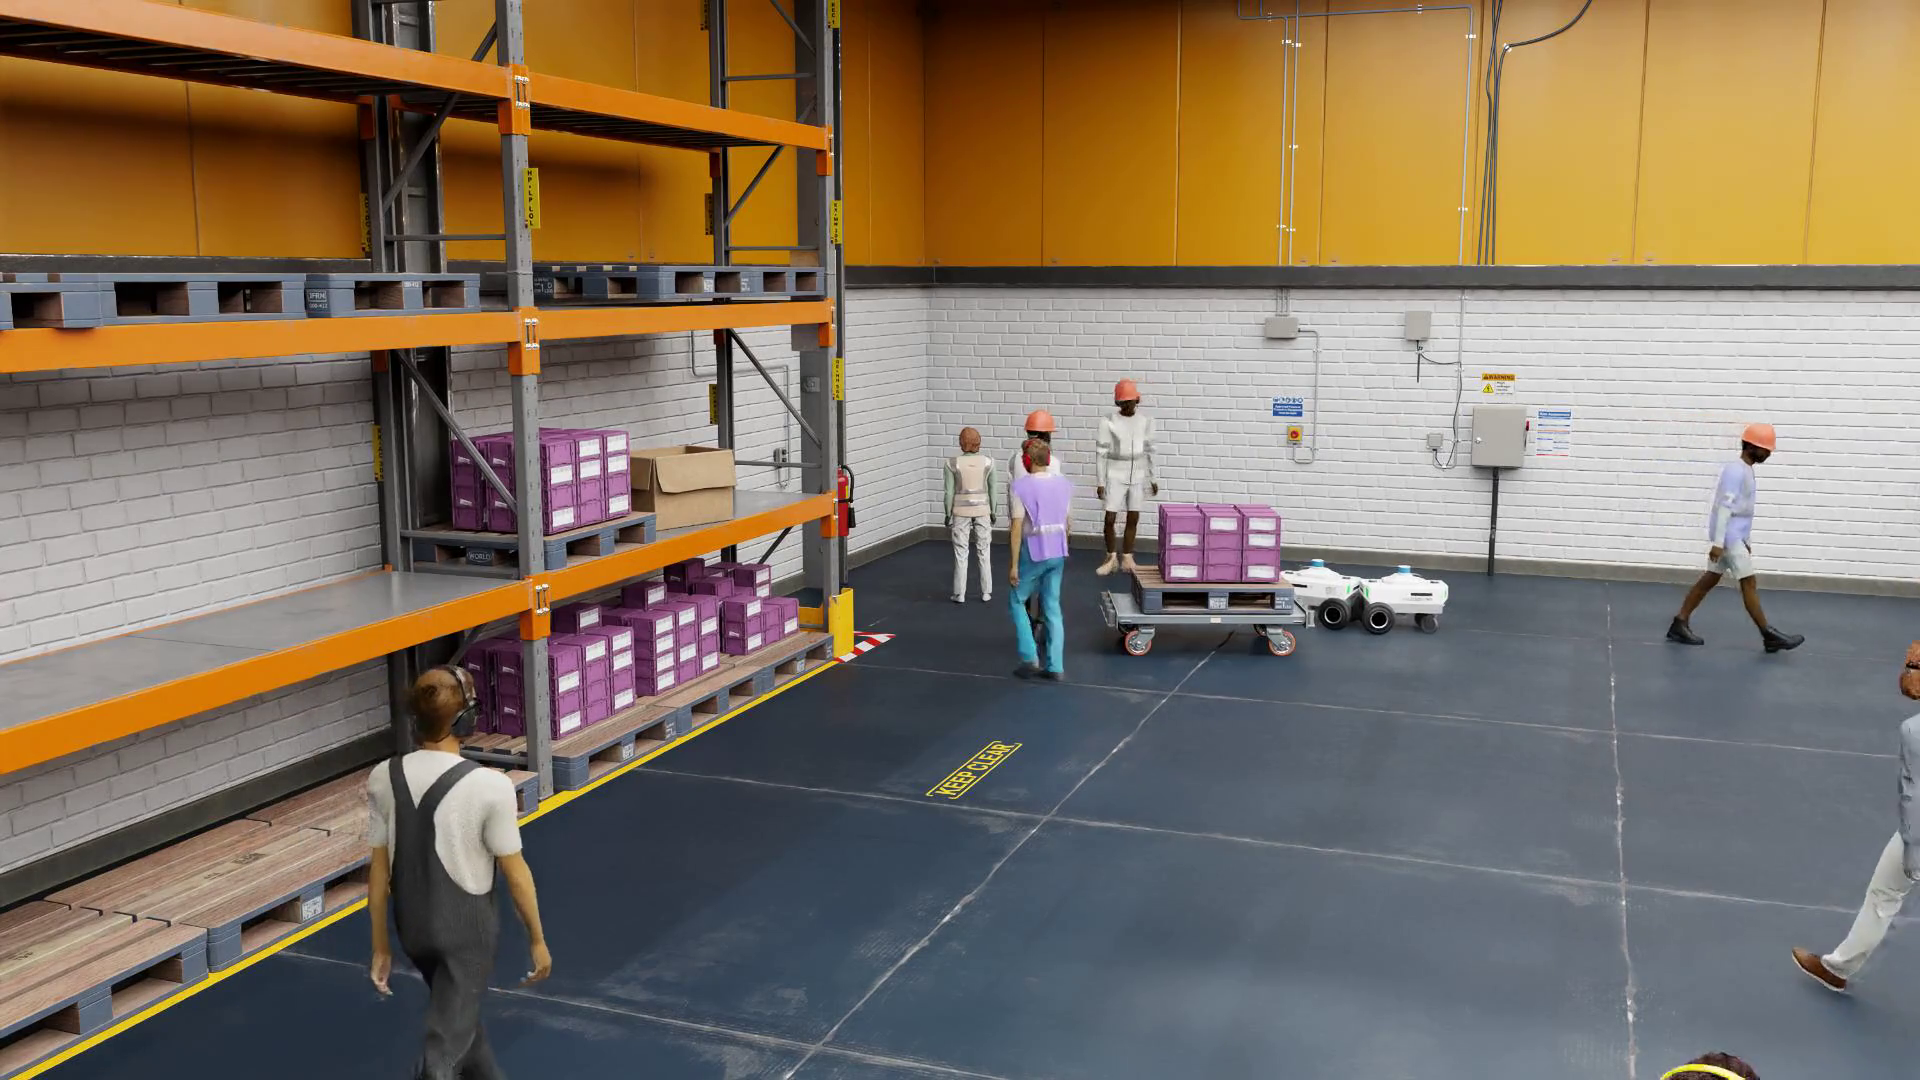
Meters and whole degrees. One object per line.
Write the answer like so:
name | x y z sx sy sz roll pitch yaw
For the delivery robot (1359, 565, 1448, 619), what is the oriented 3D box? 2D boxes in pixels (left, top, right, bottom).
delivery robot | 3.783 0.460 14.184 0.707 0.478 0.477 1 9 5

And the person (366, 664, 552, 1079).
person | -1.634 1.289 5.418 0.532 1.794 0.987 3 10 19

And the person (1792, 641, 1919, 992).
person | 3.904 1.176 6.748 0.512 1.579 0.880 -4 10 -26

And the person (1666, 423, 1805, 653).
person | 6.277 -0.027 13.431 1.040 1.856 0.594 5 10 29

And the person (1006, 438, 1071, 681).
person | 0.574 0.152 12.453 0.641 1.817 0.517 -7 11 -36

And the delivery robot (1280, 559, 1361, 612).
delivery robot | 3.109 0.412 14.487 0.707 0.478 0.477 5 10 31

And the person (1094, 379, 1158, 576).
person | 1.677 -0.614 16.705 0.671 2.008 0.497 -3 10 -18

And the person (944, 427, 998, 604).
person | 0.100 -0.223 15.374 0.511 1.640 0.308 -2 9 -12

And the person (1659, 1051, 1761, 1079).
person | 1.145 1.699 2.612 0.405 1.858 0.547 -9 12 -43

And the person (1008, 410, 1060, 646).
person | 0.596 -0.099 13.673 0.528 1.936 0.696 -8 12 -43
